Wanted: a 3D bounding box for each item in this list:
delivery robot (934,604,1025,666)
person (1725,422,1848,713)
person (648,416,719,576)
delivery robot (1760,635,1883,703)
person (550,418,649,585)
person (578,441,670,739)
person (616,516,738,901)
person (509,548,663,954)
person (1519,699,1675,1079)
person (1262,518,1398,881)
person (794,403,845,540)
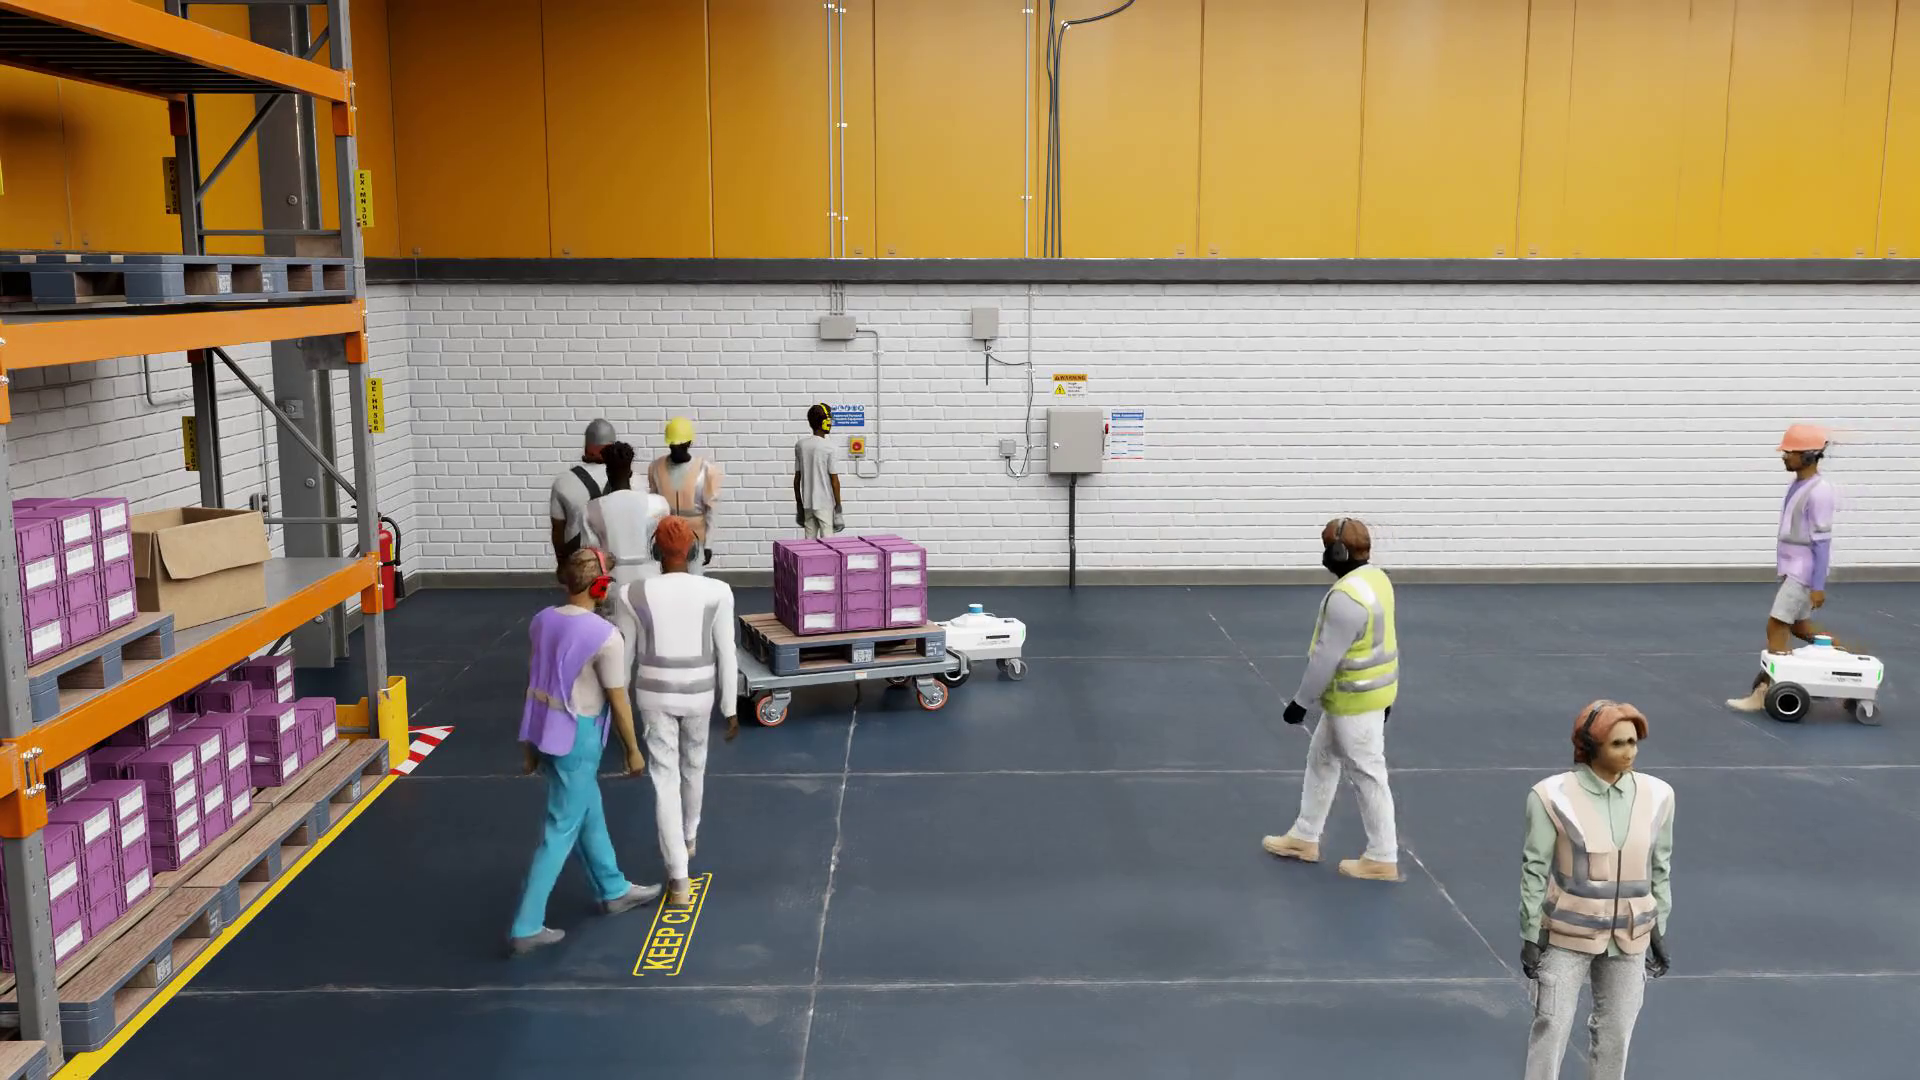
[{"bbox_3d":[0.117,0.717,12.285,0.707,0.478,0.477,-3,10,-16],"label":"delivery robot"},{"bbox_3d":[5.787,0.205,11.277,0.912,2.017,0.618,2,10,13],"label":"person"},{"bbox_3d":[-2.153,-0.012,12.896,0.590,1.904,0.539,1,9,7],"label":"person"},{"bbox_3d":[5.817,0.888,11.237,0.707,0.478,0.477,2,10,15],"label":"delivery robot"},{"bbox_3d":[-2.537,0.105,11.783,0.688,2.000,1.025,-2,9,-13],"label":"person"},{"bbox_3d":[-2.152,0.319,10.825,0.614,1.934,0.934,-2,10,-13],"label":"person"},{"bbox_3d":[-1.415,0.788,8.251,0.597,1.829,0.974,-2,10,-14],"label":"person"},{"bbox_3d":[-1.723,0.929,7.508,0.853,1.790,0.595,-9,13,-44],"label":"person"},{"bbox_3d":[2.101,1.327,5.514,0.524,1.639,0.306,-1,9,-5],"label":"person"},{"bbox_3d":[1.845,0.788,8.307,0.829,1.800,0.616,4,10,22],"label":"person"},{"bbox_3d":[-1.226,-0.263,14.557,0.521,1.873,0.335,7,12,37],"label":"person"}]
